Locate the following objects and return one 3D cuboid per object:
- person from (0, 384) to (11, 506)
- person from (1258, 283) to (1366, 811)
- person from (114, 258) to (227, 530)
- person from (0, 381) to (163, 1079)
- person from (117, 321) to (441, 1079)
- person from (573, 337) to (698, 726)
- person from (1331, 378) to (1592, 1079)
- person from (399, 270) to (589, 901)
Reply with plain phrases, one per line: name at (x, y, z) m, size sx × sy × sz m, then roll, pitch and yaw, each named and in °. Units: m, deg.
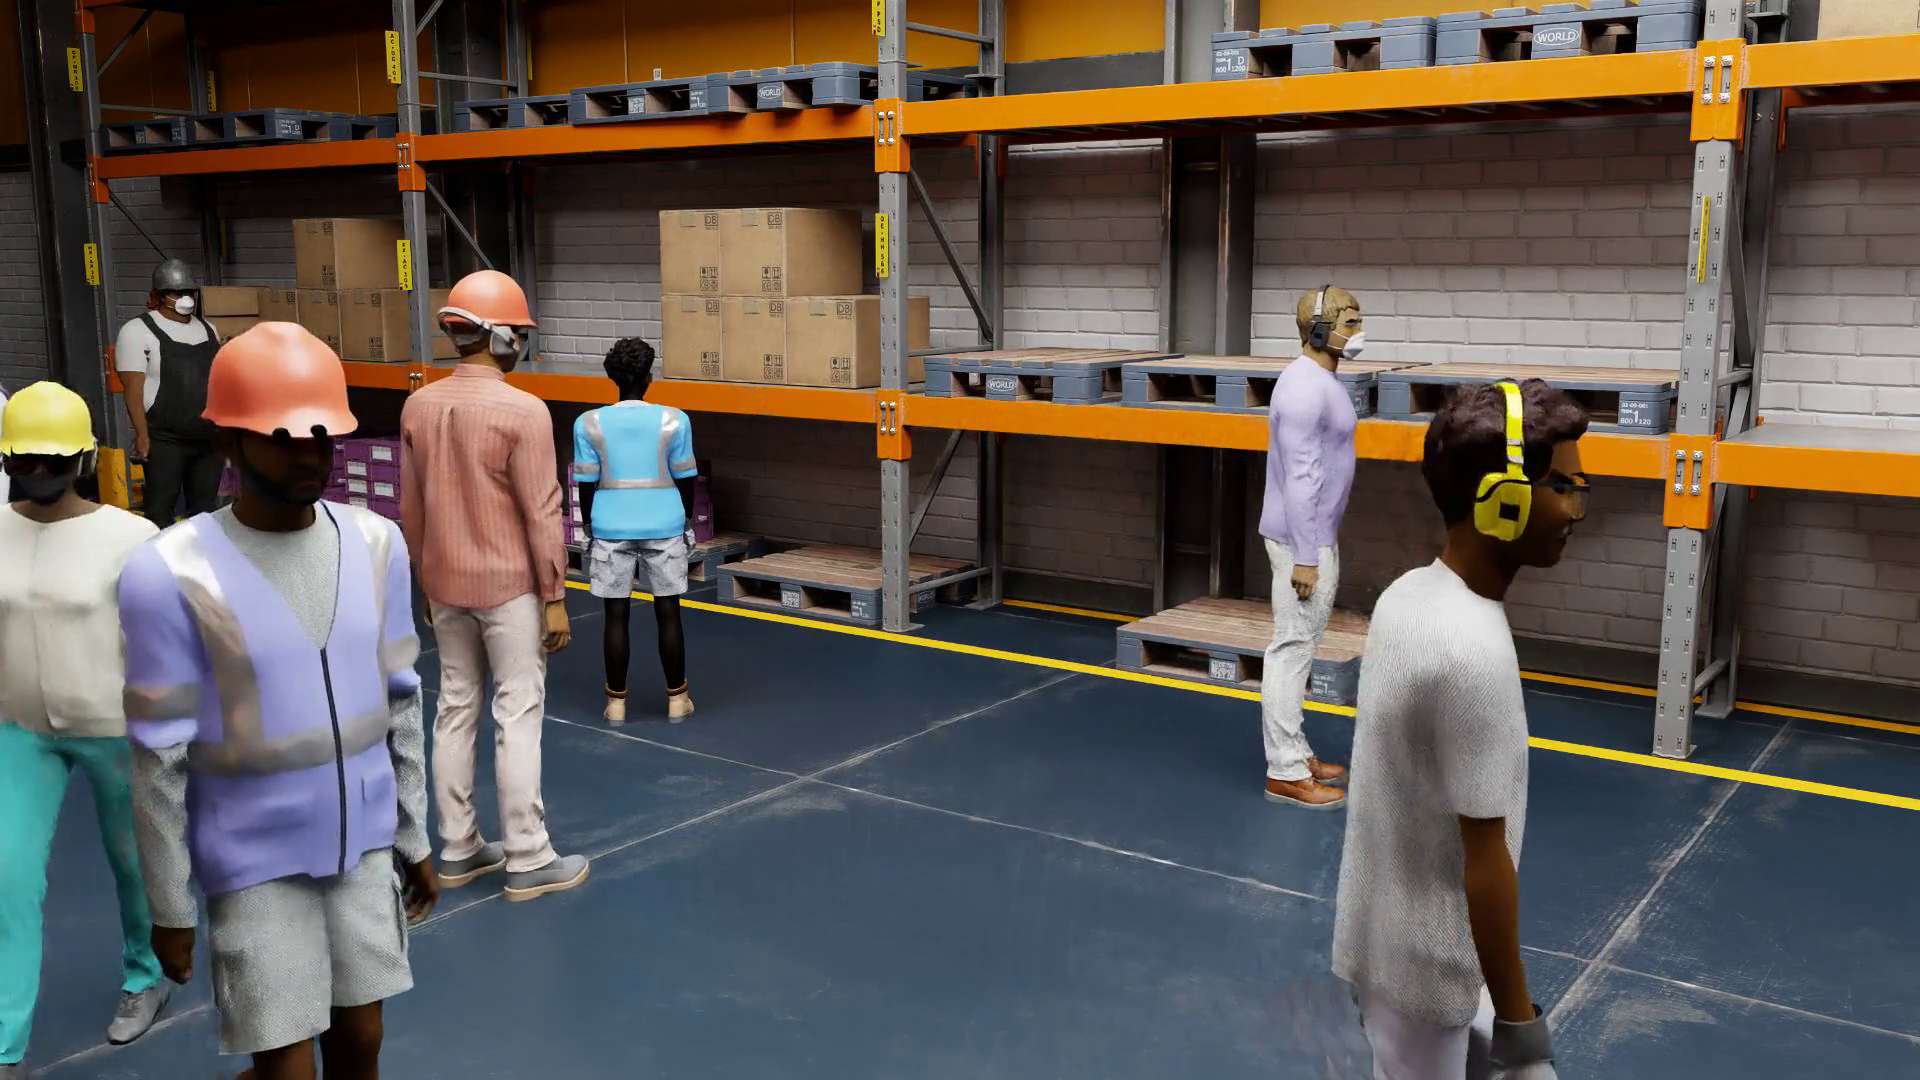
person at (-4.612, -0.159, 7.635) m, size 0.611 × 1.828 × 0.431 m, roll 5°, pitch 11°, yaw 29°
person at (1.315, 0.017, 6.243) m, size 0.376 × 1.940 × 0.629 m, roll 3°, pitch 10°, yaw 17°
person at (-4.714, -0.690, 10.150) m, size 0.536 × 2.000 × 0.672 m, roll 5°, pitch 11°, yaw 28°
person at (-2.193, 0.490, 4.030) m, size 0.532 × 1.723 × 0.850 m, roll -1°, pitch 10°, yaw -6°
person at (-1.237, 0.561, 3.077) m, size 0.480 × 1.923 × 0.542 m, roll 7°, pitch 12°, yaw 35°
person at (-1.402, -0.029, 7.243) m, size 0.529 × 1.694 × 0.321 m, roll -1°, pitch 10°, yaw -8°
person at (0.750, 0.685, 2.538) m, size 0.461 × 1.852 × 0.536 m, roll 2°, pitch 10°, yaw 13°
person at (-1.486, 0.146, 5.313) m, size 0.623 × 1.989 × 0.401 m, roll 5°, pitch 11°, yaw 28°
